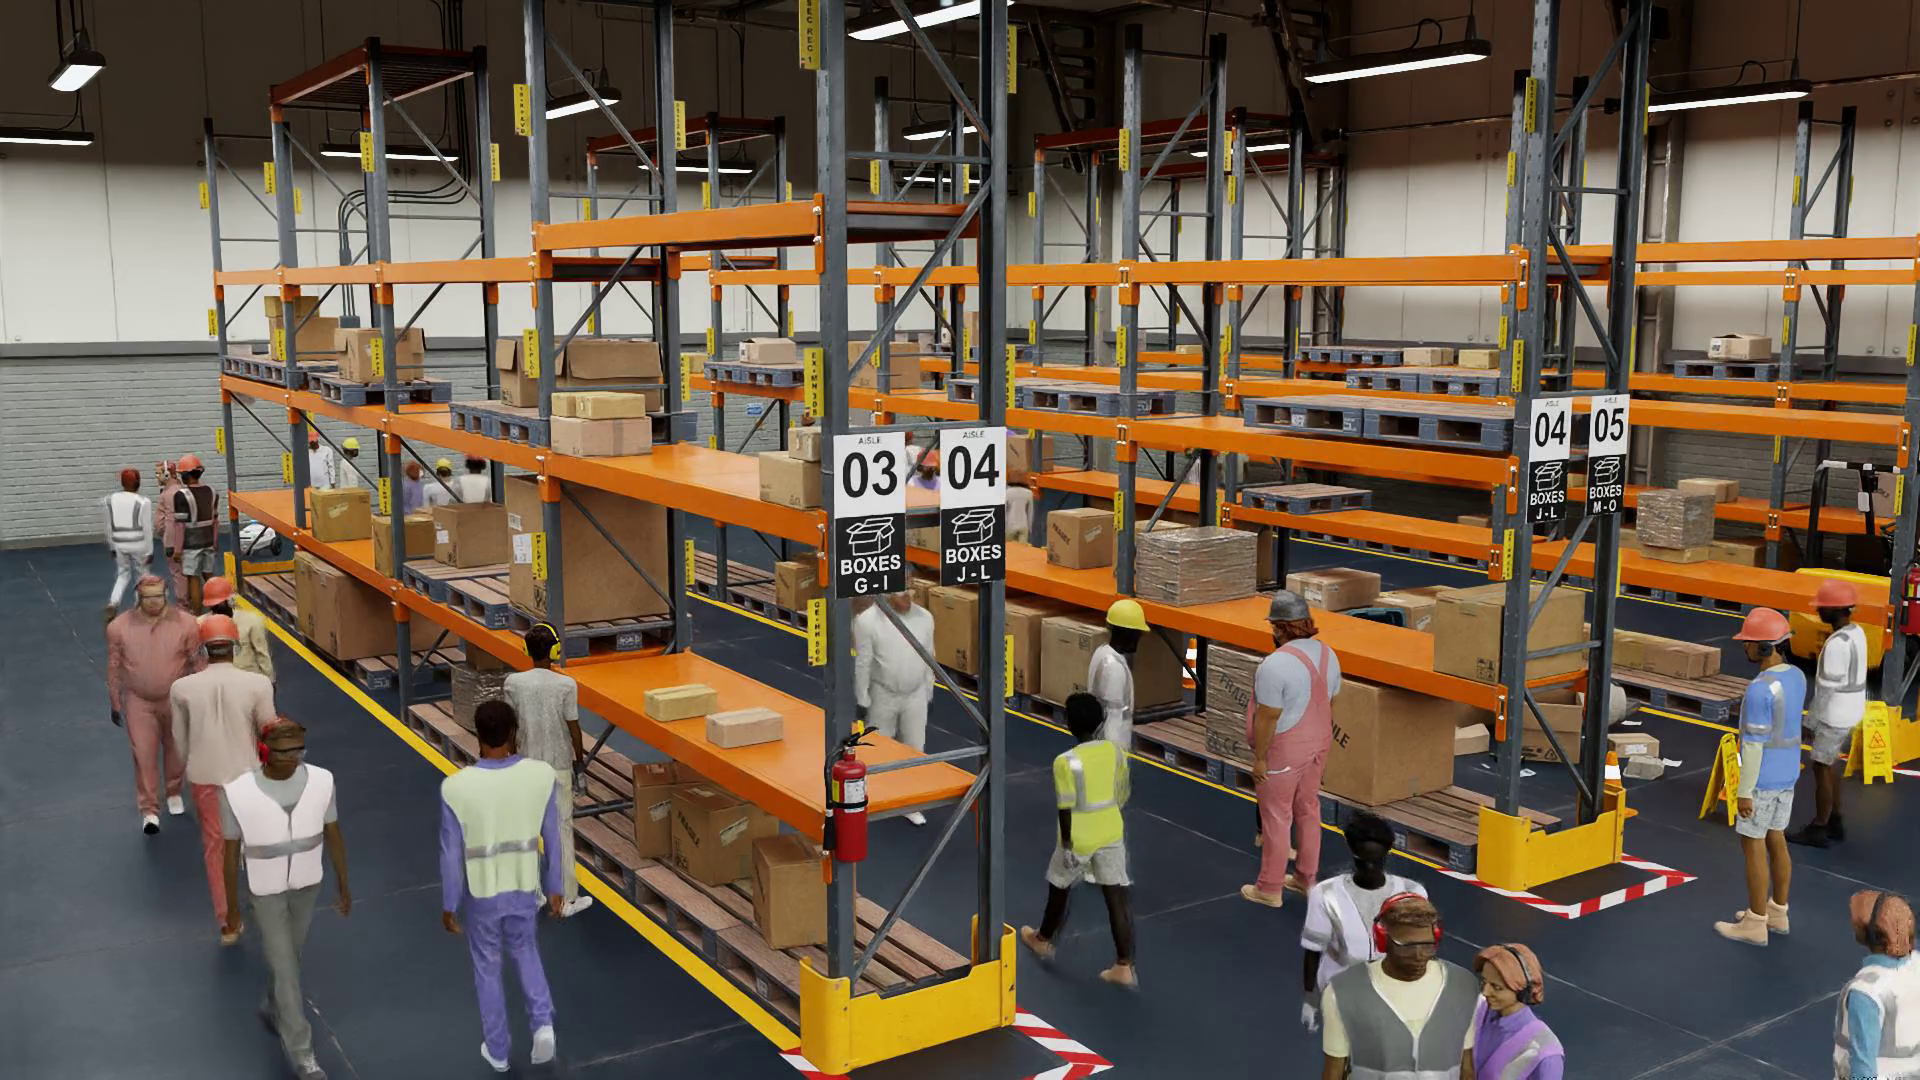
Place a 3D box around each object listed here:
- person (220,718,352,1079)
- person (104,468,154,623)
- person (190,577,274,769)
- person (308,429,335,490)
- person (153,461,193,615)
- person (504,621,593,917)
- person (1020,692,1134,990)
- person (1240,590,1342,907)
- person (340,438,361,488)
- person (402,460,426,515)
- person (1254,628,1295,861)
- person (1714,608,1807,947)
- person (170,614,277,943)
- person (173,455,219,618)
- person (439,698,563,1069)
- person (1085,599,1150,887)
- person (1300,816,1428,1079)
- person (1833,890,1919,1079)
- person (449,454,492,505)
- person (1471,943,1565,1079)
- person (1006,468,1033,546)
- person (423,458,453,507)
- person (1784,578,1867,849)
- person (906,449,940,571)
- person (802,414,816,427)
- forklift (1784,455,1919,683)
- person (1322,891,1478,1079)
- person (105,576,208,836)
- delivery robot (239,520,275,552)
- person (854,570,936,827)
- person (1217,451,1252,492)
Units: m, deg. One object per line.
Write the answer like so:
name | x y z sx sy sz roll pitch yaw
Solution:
person | -3.420 1.769 8.458 0.577 1.783 1.001 -8 12 -43
person | -9.669 0.092 19.337 0.591 1.865 0.655 1 9 4
person | -5.664 1.125 12.914 0.576 1.722 0.550 0 9 -1
person | -10.260 -0.922 26.509 0.574 1.738 0.352 -3 9 -19
person | -9.406 -0.004 19.873 0.401 1.899 0.632 -3 9 -16
person | -2.573 1.430 10.405 0.511 1.872 0.328 1 9 8
person | 0.703 1.674 9.473 0.538 1.645 0.884 -6 10 -33
person | 2.092 1.307 10.662 0.685 2.000 0.535 -7 11 -39
person | -8.977 -0.626 24.505 0.378 1.756 0.537 -5 10 -28
person | -7.456 -0.288 22.683 0.458 1.624 0.511 3 9 19
person | 2.216 1.367 11.439 0.319 1.687 0.538 -3 9 -18
person | 4.809 1.413 9.994 0.612 2.034 0.406 -7 11 -41
person | -4.518 1.417 10.266 0.616 1.933 1.035 -3 9 -20
person | -8.774 0.044 19.089 0.399 2.039 0.610 3 9 17
person | -2.270 1.738 8.279 0.597 1.901 0.519 -5 10 -32
person | 1.016 1.330 10.946 0.441 1.915 0.607 1 9 5
person | 1.754 2.012 7.232 0.552 1.643 0.873 2 9 11
person | 3.620 2.154 6.445 0.509 1.610 0.784 -6 10 -33
person | -5.909 -0.118 20.260 0.649 2.014 0.785 -2 9 -13
person | 1.952 2.218 5.952 0.315 1.633 0.518 -2 9 -16
person | 0.701 -0.139 21.706 0.525 1.609 0.617 -4 9 -23
person | -6.713 -0.199 21.632 0.554 1.746 0.608 -4 10 -27
person | 6.085 1.215 11.640 0.414 1.926 0.568 7 11 39
person | -0.402 -0.134 20.404 0.608 2.004 1.029 -5 10 -29
person | -2.821 -1.580 31.263 0.290 1.626 0.505 6 10 34
forklift | 9.643 0.253 17.172 2.313 2.155 1.214 -6 10 -33
person | 1.550 2.121 5.934 0.559 1.836 0.389 -1 9 -6
person | -5.820 1.182 12.117 0.671 1.852 1.014 -5 10 -28
delivery robot | -10.300 -0.048 24.294 0.477 0.478 0.707 0 8 0
person | -0.481 1.130 12.329 0.655 1.888 0.713 -4 9 -22
person | 4.258 -0.851 25.731 0.489 1.842 0.508 -2 9 -16
